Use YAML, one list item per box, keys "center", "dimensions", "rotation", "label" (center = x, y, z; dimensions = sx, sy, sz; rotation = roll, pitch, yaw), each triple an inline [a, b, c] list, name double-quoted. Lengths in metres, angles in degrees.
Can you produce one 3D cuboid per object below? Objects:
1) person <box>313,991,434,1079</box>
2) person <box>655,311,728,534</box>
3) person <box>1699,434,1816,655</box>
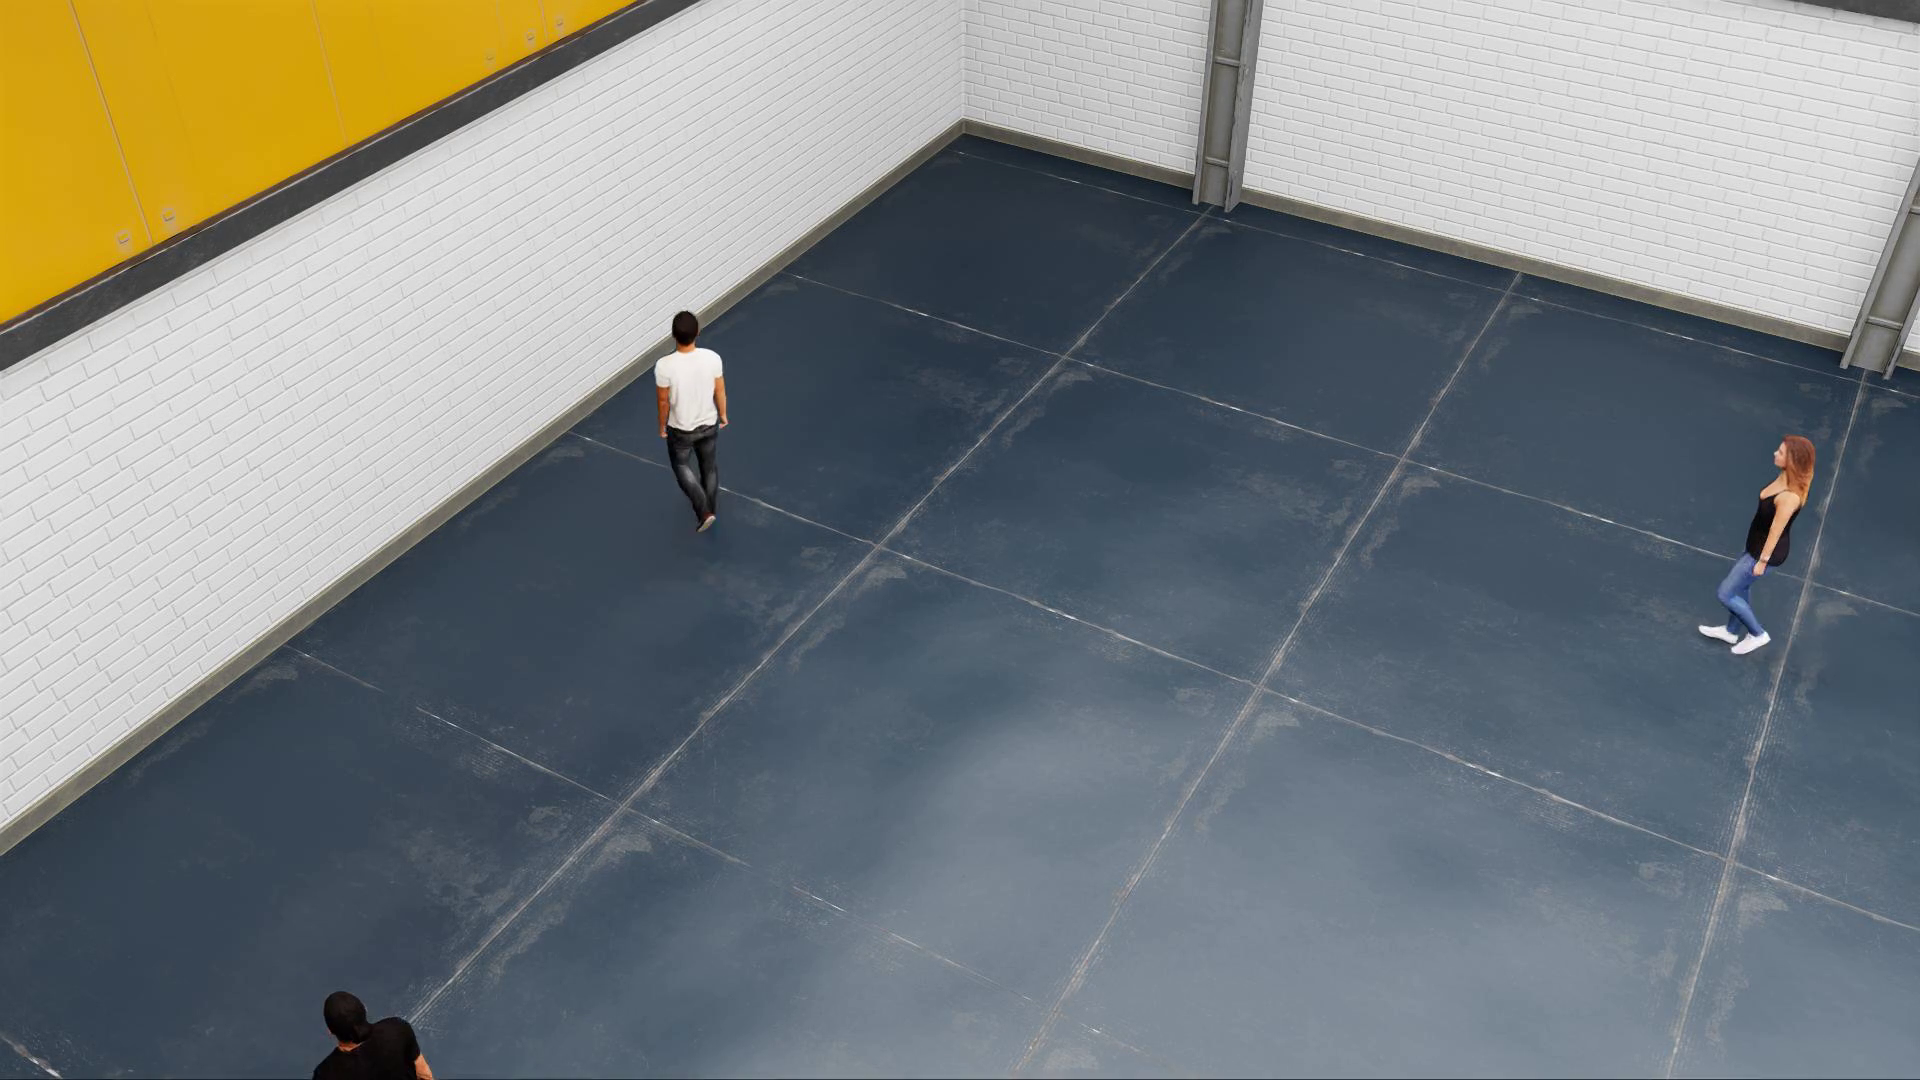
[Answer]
- center: [-2.555, 2.707, 7.563]
  dimensions: [1.139, 1.719, 0.782]
  rotation: [28, 46, 31]
  label: "person"
- center: [-1.893, -0.797, 11.892]
  dimensions: [0.906, 1.791, 1.000]
  rotation: [-17, 42, -20]
  label: "person"
- center: [5.321, 0.076, 10.864]
  dimensions: [0.682, 1.710, 0.617]
  rotation: [14, 41, 17]
  label: "person"
